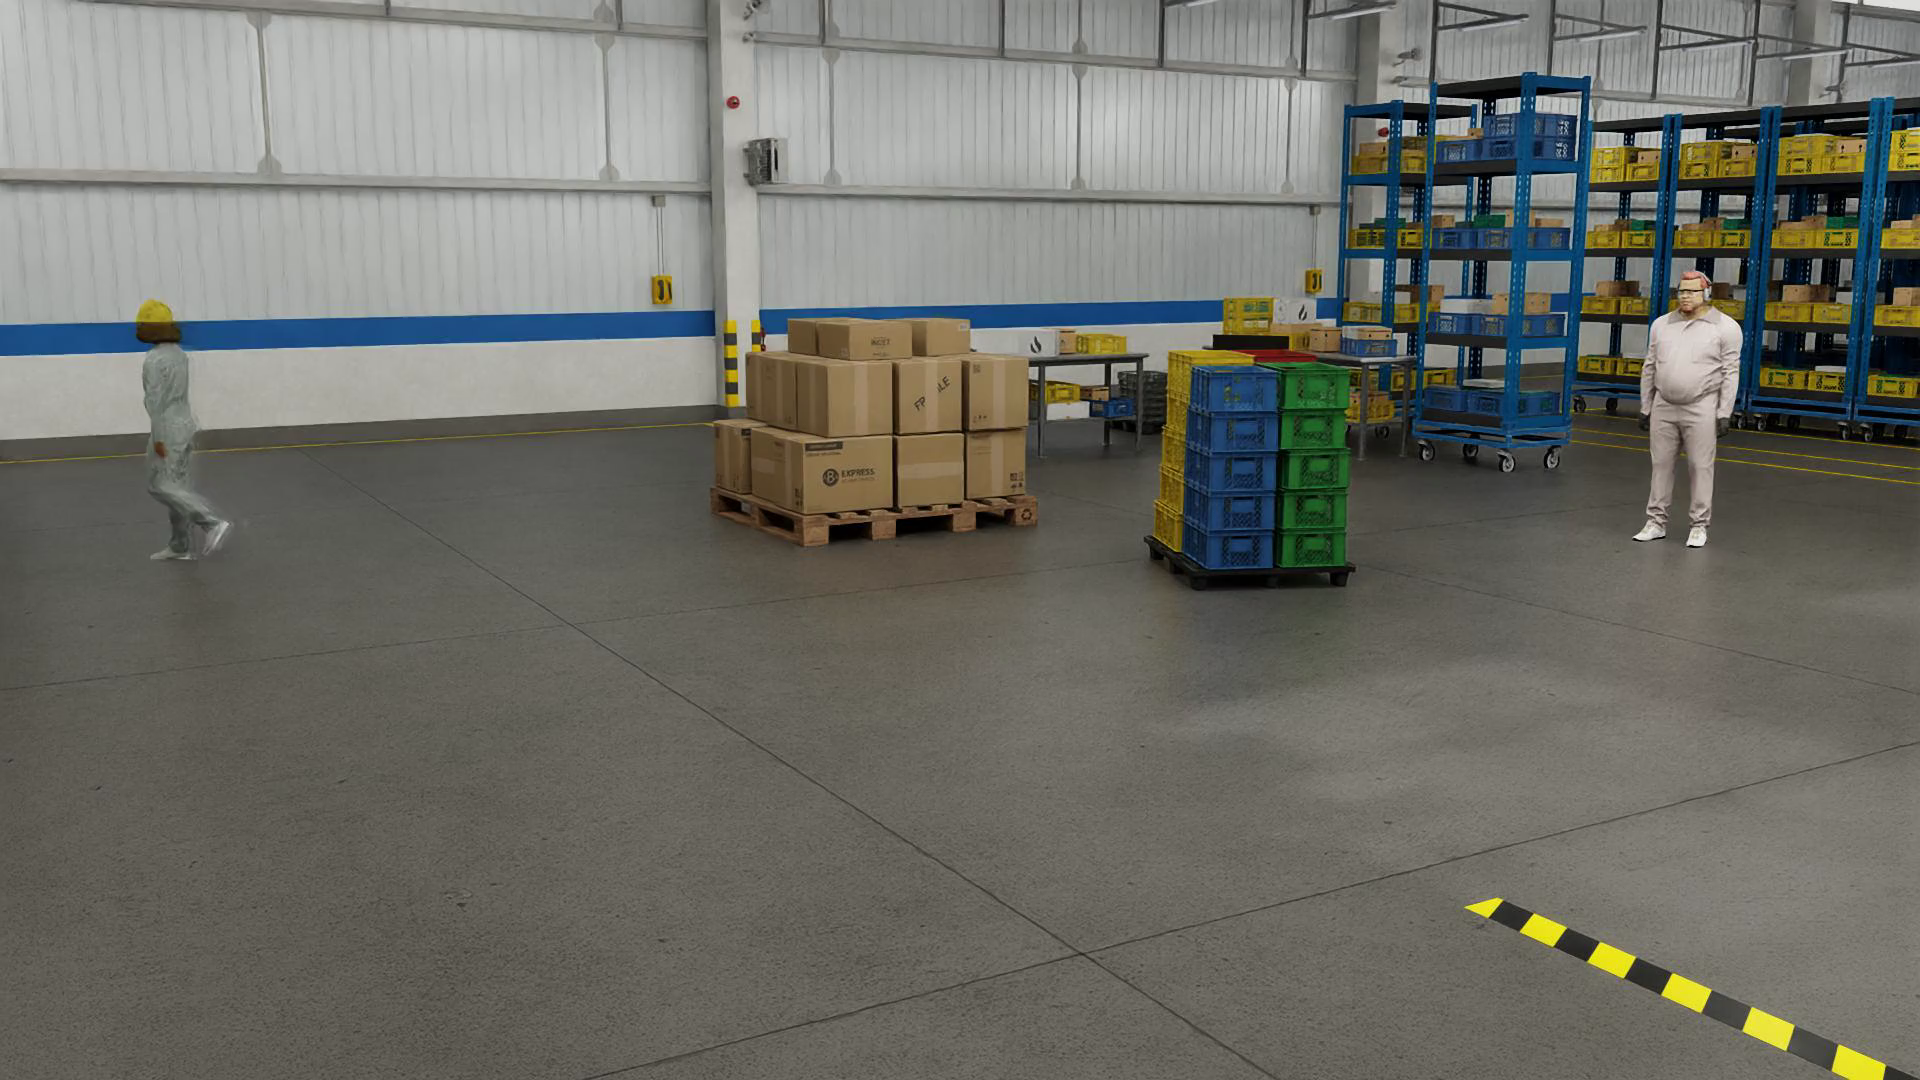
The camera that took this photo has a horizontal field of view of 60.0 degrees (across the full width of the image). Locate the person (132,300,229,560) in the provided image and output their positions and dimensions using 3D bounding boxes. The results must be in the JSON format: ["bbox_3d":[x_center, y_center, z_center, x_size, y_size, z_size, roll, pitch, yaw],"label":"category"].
[{"bbox_3d":[-5.116,-0.703,10.908,0.508,1.734,0.489,0,10,1],"label":"person"}]

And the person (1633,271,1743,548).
[{"bbox_3d":[5.034,-0.906,11.560,0.651,1.907,0.409,9,14,43],"label":"person"}]
